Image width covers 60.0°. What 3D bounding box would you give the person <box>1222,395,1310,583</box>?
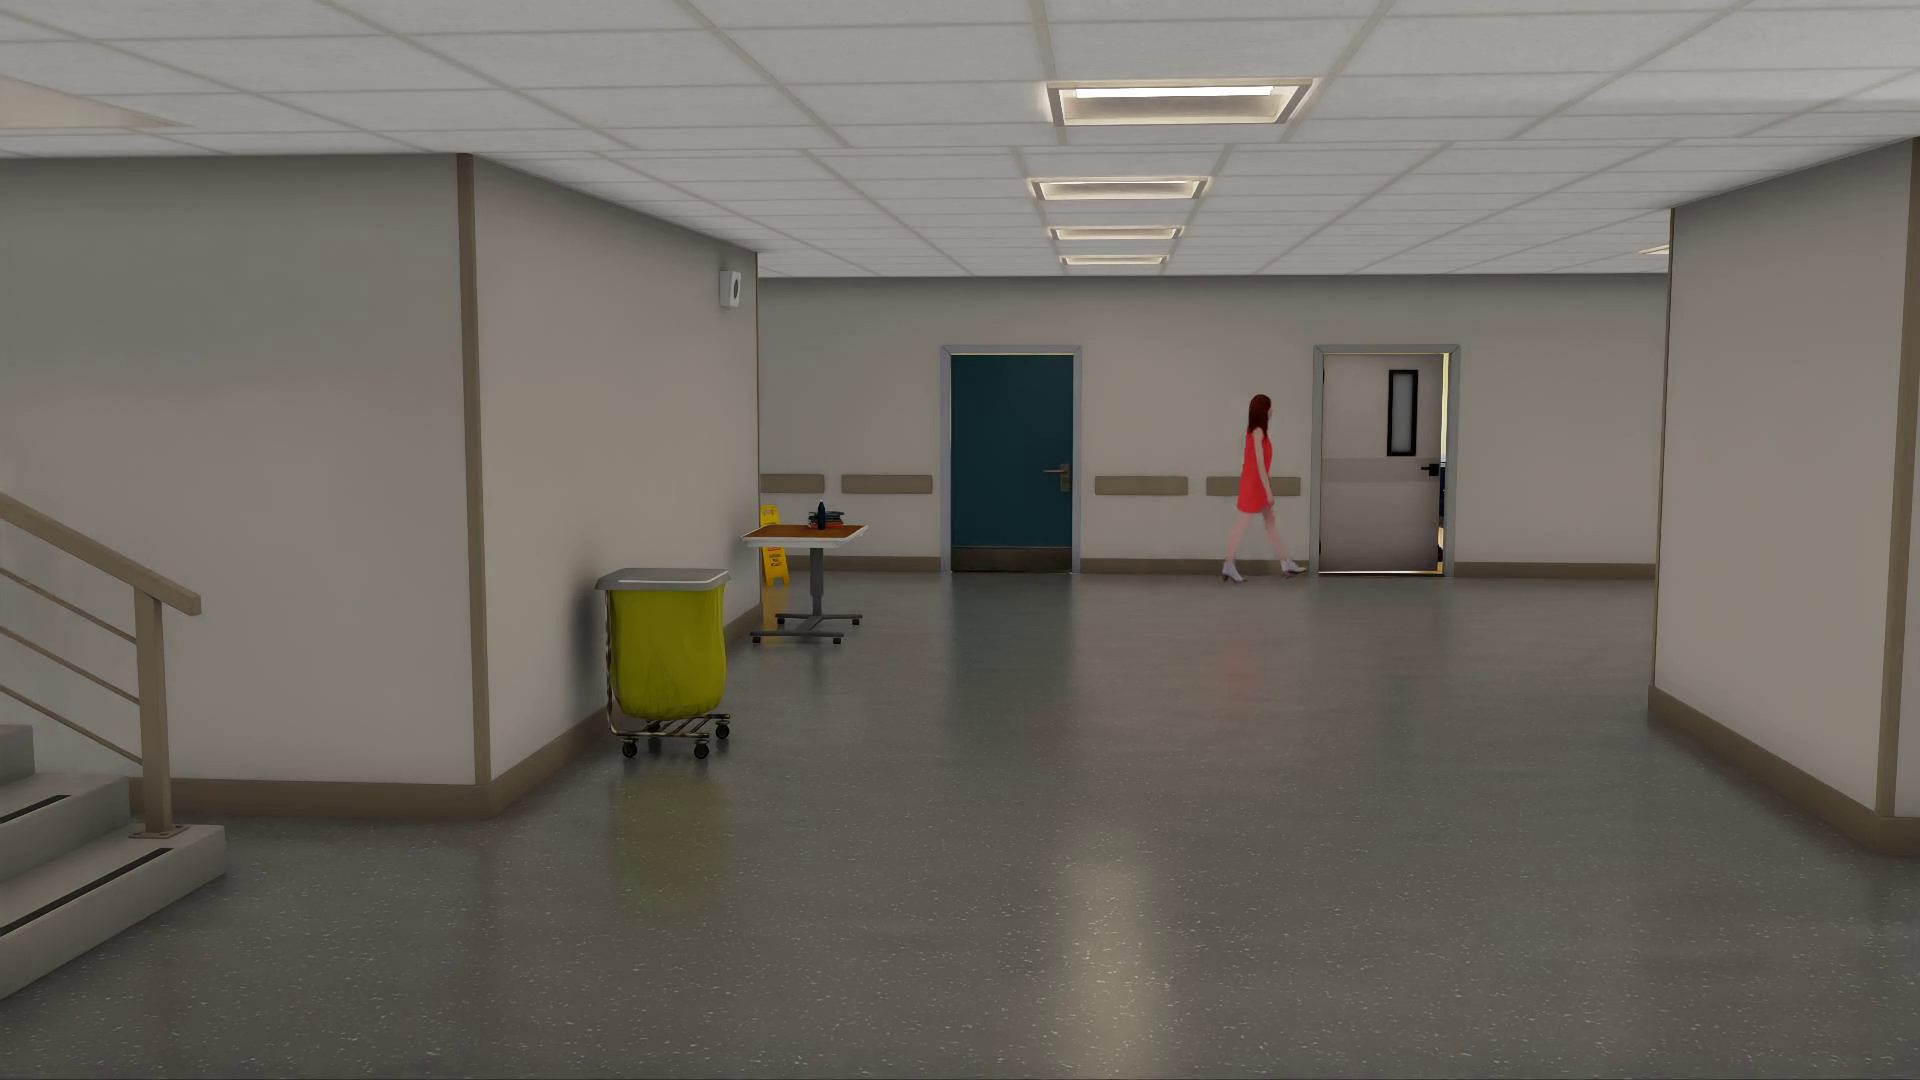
[{"bbox_3d":[2.723,-0.464,15.919,1.055,1.792,0.696,1,6,9],"label":"person"}]
